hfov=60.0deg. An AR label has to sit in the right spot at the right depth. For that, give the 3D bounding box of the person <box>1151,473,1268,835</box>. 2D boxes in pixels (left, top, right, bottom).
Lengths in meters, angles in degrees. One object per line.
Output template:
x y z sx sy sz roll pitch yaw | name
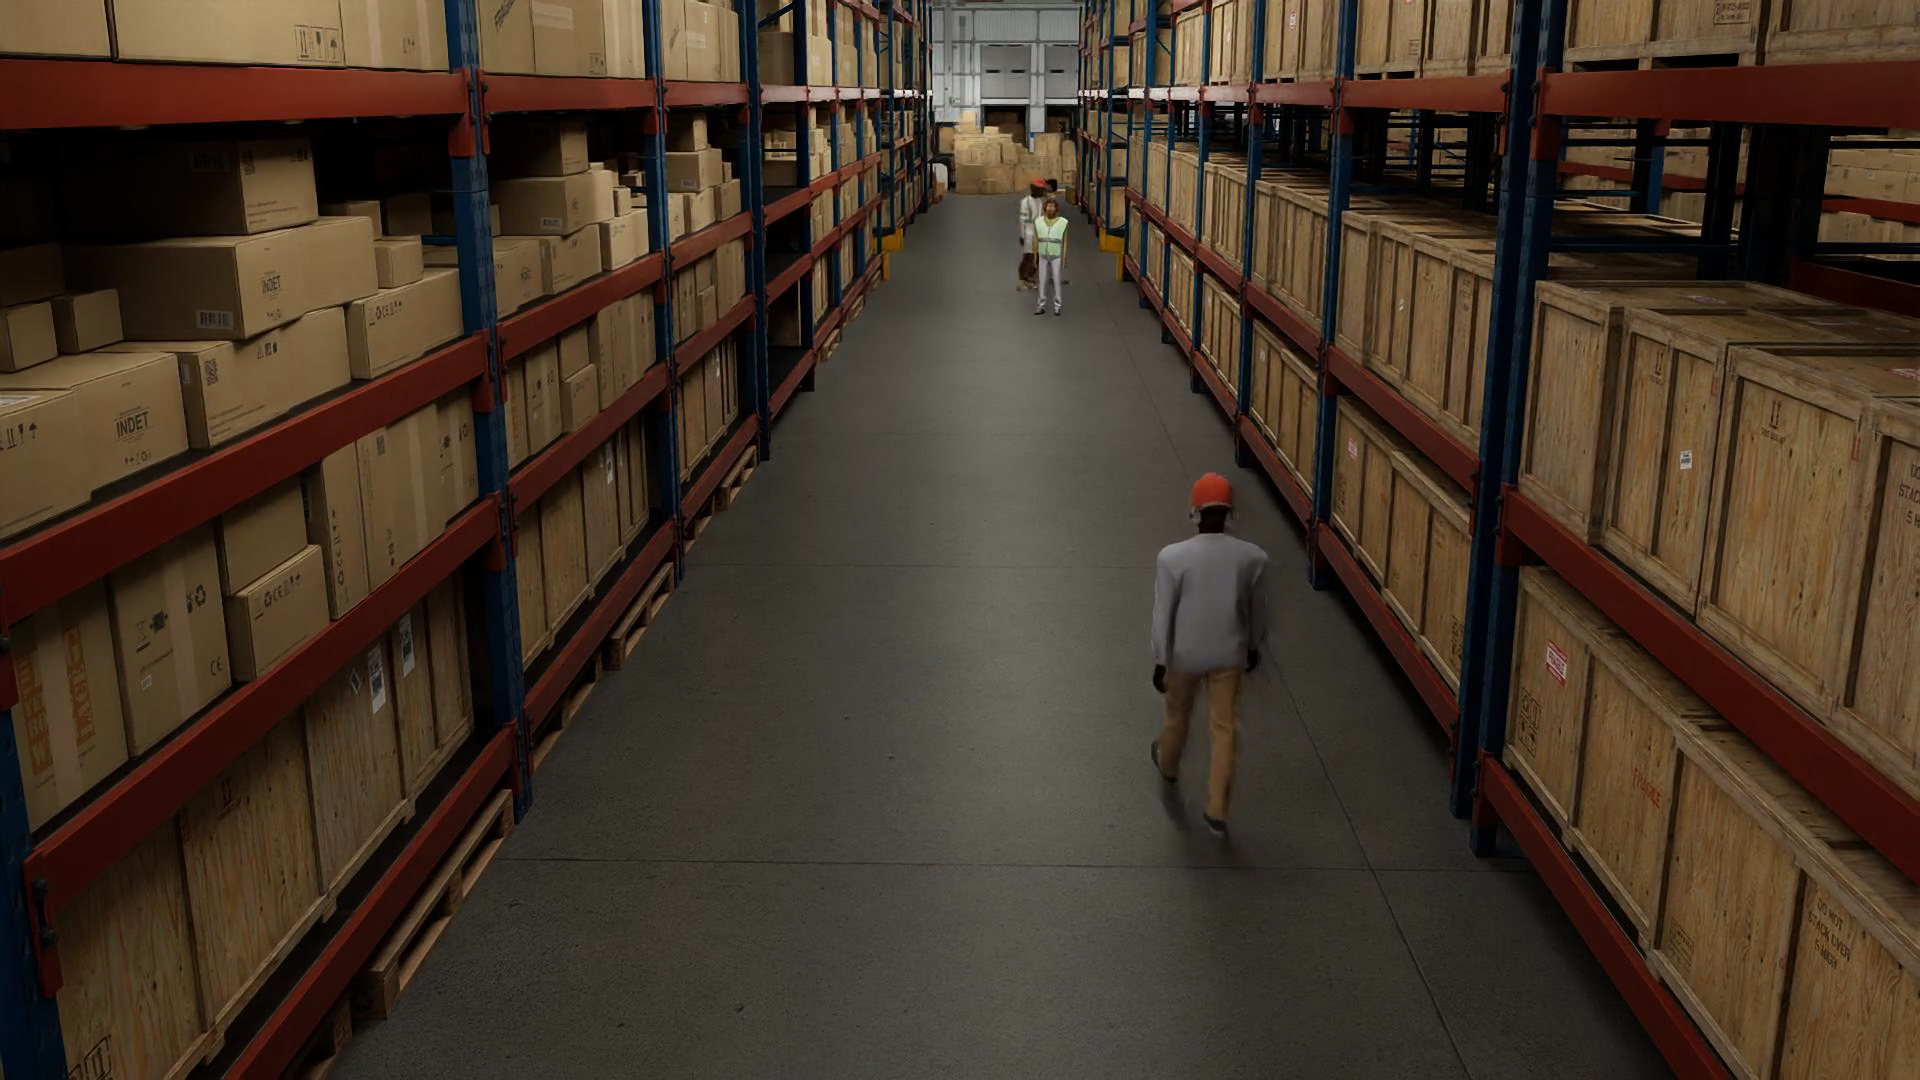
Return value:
1.196 0.506 8.122 0.596 1.703 0.880 -1 15 -5 | person

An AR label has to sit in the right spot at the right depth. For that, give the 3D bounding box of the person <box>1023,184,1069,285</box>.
1.581 -5.669 30.869 1.009 1.850 0.651 7 17 25 | person

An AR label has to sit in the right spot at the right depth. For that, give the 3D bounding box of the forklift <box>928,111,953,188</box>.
-1.189 -14.572 62.010 1.873 2.768 1.129 0 15 2 | forklift

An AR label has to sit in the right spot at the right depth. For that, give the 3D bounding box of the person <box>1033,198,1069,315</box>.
1.447 -4.520 26.564 0.566 1.849 0.386 4 15 14 | person

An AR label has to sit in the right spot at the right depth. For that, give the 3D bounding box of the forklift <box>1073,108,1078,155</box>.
5.667 -18.432 76.369 1.129 2.768 1.873 -7 17 -24 | forklift

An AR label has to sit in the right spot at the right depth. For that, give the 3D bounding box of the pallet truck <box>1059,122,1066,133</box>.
5.788 -21.111 88.014 1.885 1.965 0.823 5 16 18 | pallet truck

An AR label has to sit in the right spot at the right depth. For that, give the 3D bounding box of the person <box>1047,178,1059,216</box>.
1.920 -7.010 36.145 0.563 1.679 0.539 0 15 0 | person

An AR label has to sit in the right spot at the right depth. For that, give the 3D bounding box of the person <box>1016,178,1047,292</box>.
1.279 -5.462 29.827 0.385 1.997 0.674 12 19 37 | person

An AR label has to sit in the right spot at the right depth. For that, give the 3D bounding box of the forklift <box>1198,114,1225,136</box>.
8.038 -12.378 53.846 1.129 2.768 1.873 0 15 2 | forklift
